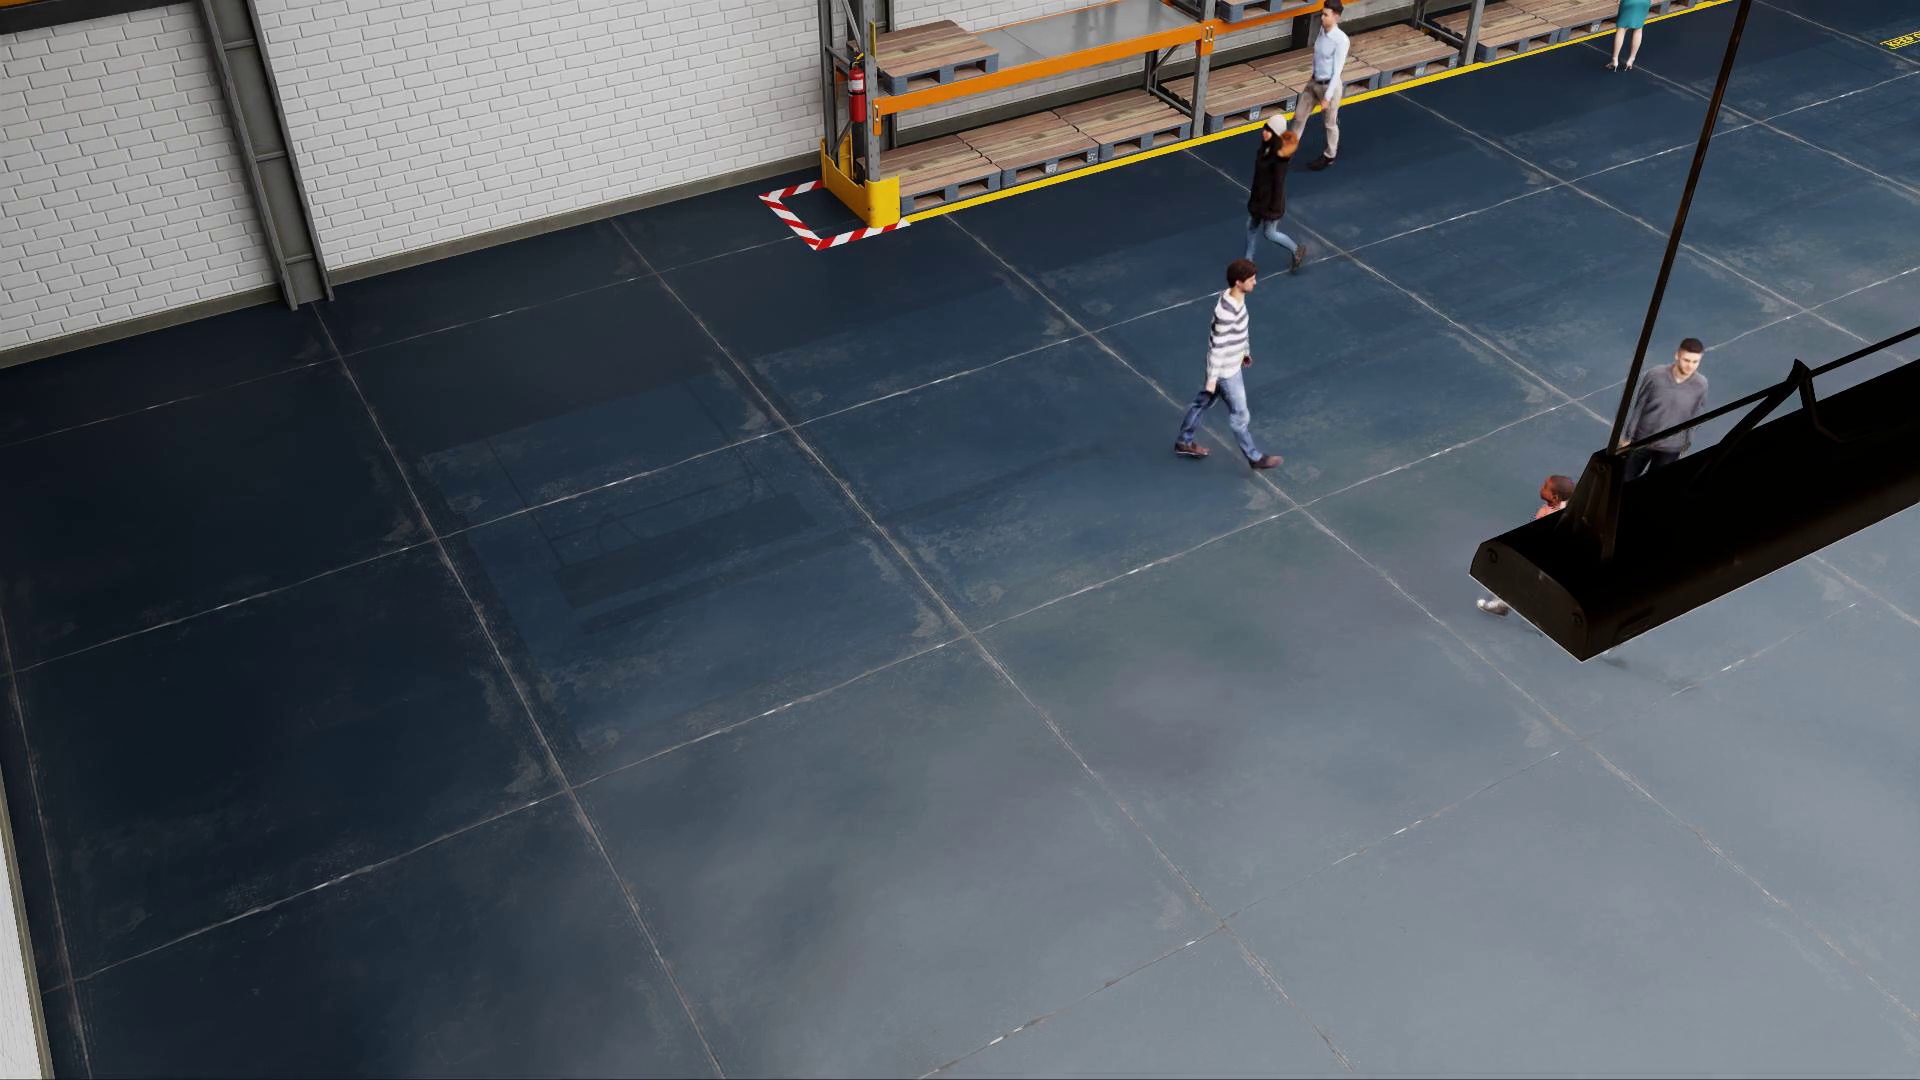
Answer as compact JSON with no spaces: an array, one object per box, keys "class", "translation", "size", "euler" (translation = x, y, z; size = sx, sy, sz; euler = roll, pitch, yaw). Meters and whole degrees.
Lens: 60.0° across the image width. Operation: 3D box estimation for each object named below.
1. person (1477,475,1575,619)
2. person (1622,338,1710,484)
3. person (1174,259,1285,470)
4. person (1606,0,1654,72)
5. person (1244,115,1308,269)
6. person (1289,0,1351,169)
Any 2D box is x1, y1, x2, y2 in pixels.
[{"class":"person","translation":[4.122,0.095,11.607],"size":[0.775,1.300,0.899],"euler":[25,45,28]},{"class":"person","translation":[5.154,-0.758,12.311],"size":[0.888,1.754,0.957],"euler":[12,40,14]},{"class":"person","translation":[1.974,-1.365,13.027],"size":[1.207,1.809,1.142],"euler":[9,40,12]},{"class":"person","translation":[7.826,-6.257,19.247],"size":[0.581,1.691,0.681],"euler":[2,39,3]},{"class":"person","translation":[2.927,-3.171,15.446],"size":[1.048,1.613,0.759],"euler":[-11,40,-13]},{"class":"person","translation":[3.825,-4.667,17.166],"size":[1.114,1.803,0.679],"euler":[-18,42,-21]}]
